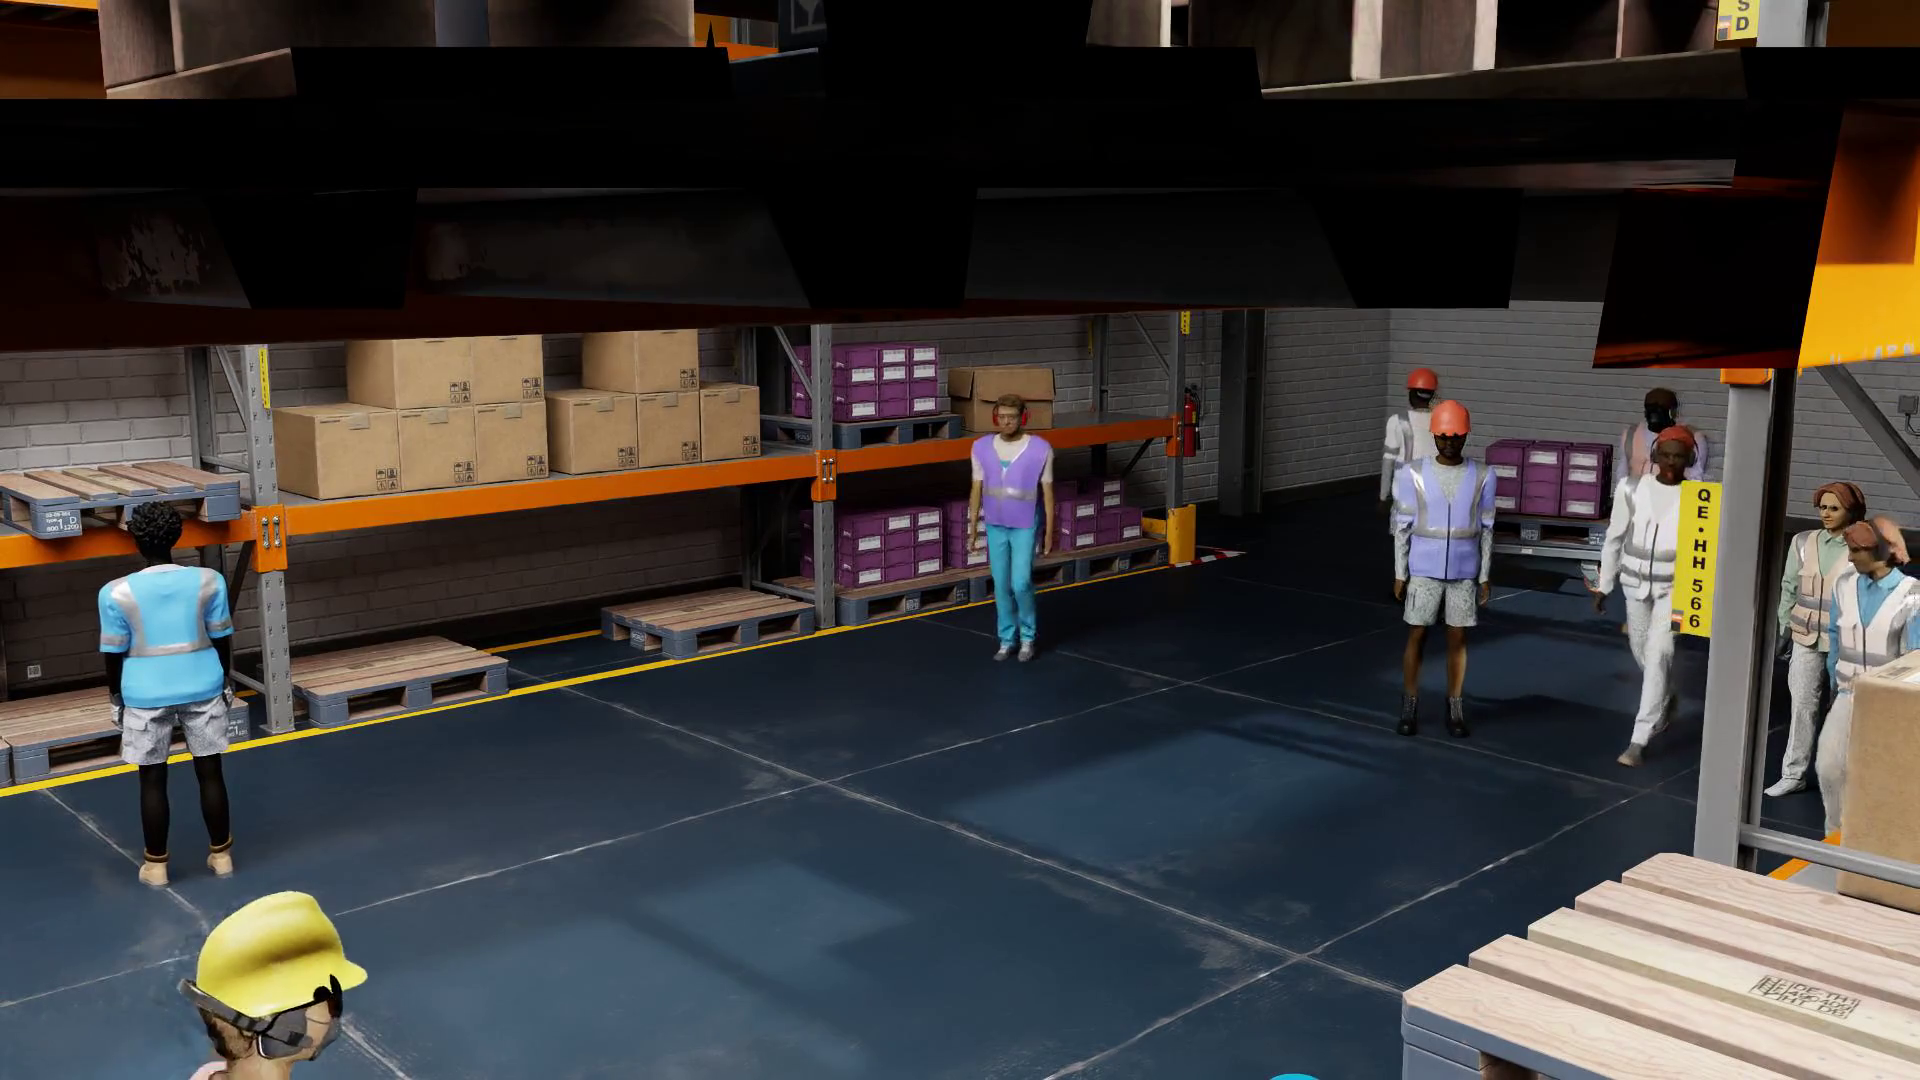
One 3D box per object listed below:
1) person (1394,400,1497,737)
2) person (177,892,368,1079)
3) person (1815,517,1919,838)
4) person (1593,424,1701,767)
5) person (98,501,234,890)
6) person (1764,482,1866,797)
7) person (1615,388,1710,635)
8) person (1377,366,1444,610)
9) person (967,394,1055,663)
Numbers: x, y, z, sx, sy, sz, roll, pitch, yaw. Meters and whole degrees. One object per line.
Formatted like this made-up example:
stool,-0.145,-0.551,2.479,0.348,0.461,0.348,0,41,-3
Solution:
person,2.748,0.170,9.447,0.551,1.934,0.373,2,10,10
person,-1.163,1.422,2.739,0.894,1.726,0.538,-9,13,-44
person,3.943,0.710,7.175,0.514,1.616,0.542,-6,11,-30
person,3.891,0.263,9.196,0.581,1.849,0.961,8,13,40
person,-3.418,0.675,7.214,0.534,1.694,0.320,-7,12,-34
person,4.311,0.524,8.247,0.310,1.638,0.523,-7,12,-35
person,4.905,-0.157,11.696,0.643,1.830,0.437,8,13,40
person,3.526,-0.370,12.714,0.544,1.905,0.842,-3,10,-17
person,0.343,-0.070,11.153,0.560,1.832,0.475,4,11,23
